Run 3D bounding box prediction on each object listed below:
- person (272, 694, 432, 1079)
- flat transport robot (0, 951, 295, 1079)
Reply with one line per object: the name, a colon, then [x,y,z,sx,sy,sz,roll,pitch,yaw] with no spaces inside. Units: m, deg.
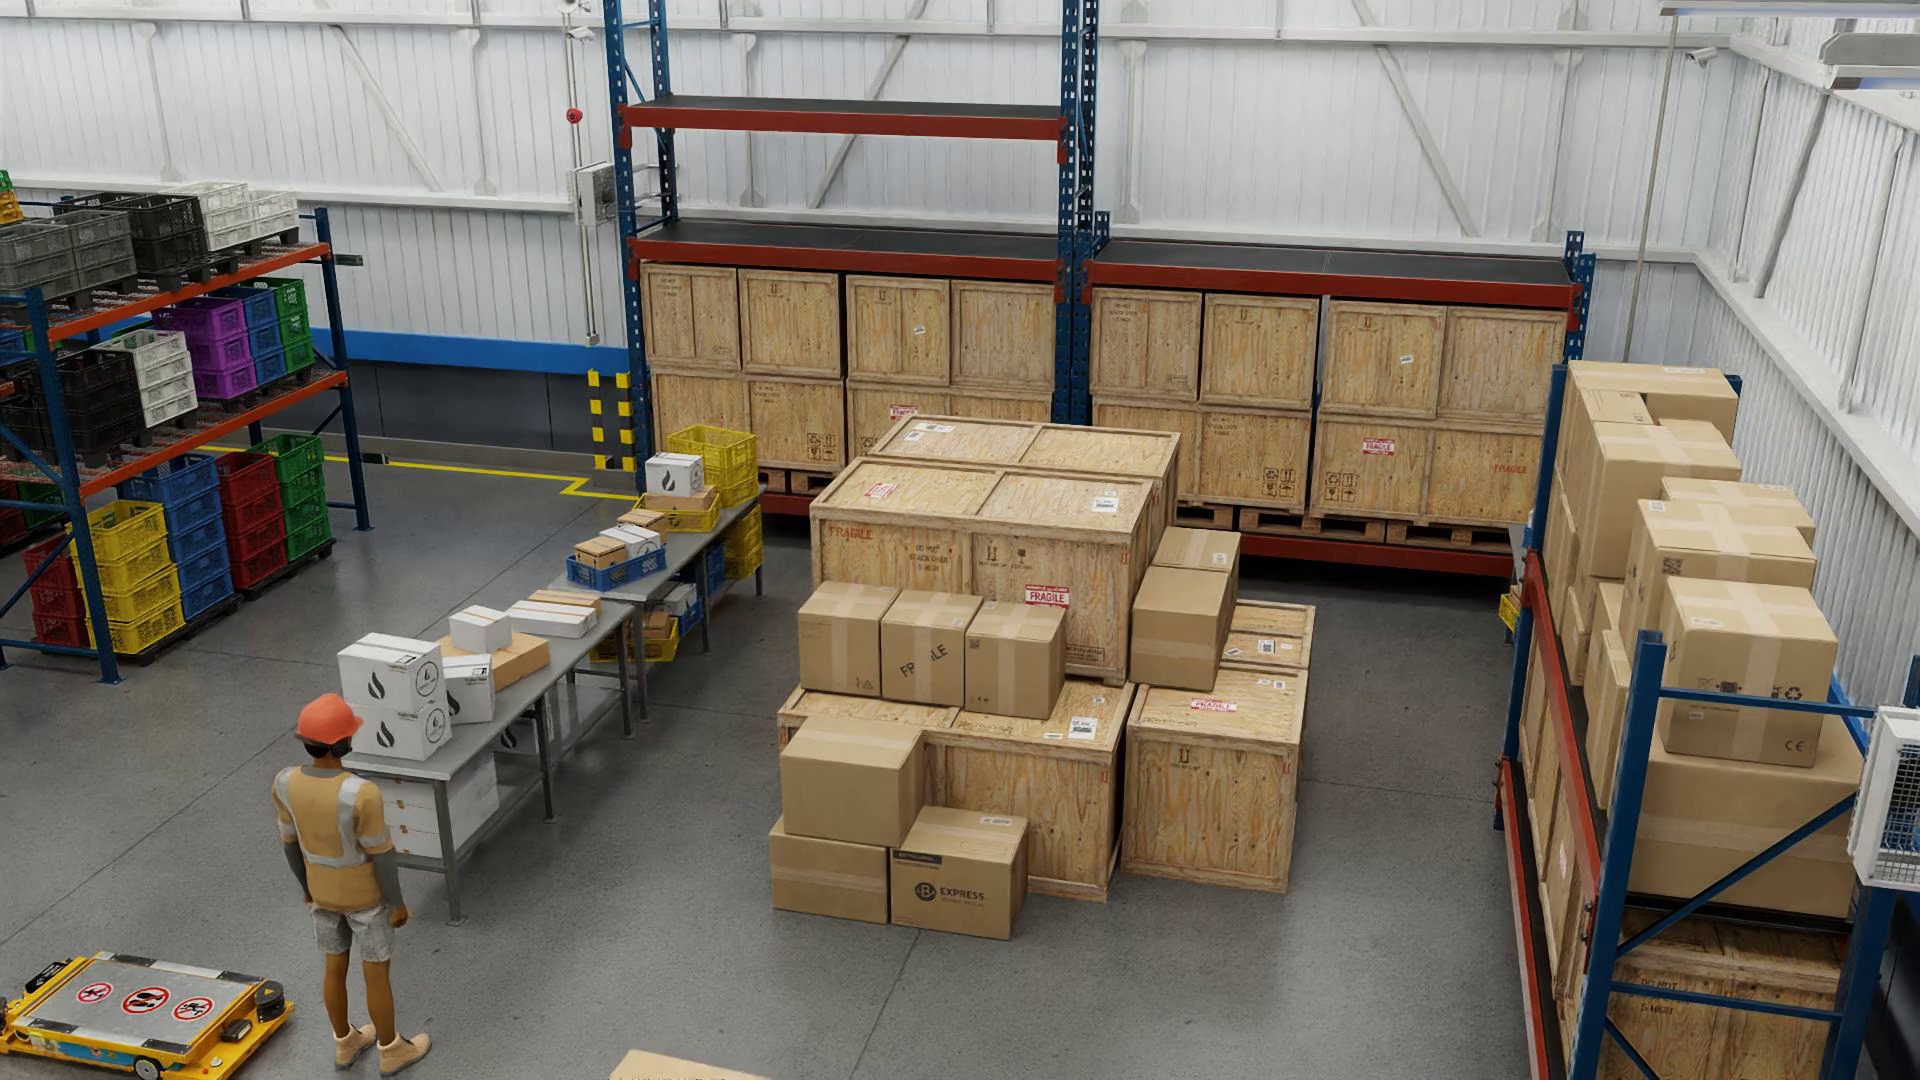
person: [-2.978,1.694,8.132,0.605,2.045,0.375,7,22,17]
flat transport robot: [-4.270,2.464,8.601,1.431,0.231,0.659,5,22,13]
